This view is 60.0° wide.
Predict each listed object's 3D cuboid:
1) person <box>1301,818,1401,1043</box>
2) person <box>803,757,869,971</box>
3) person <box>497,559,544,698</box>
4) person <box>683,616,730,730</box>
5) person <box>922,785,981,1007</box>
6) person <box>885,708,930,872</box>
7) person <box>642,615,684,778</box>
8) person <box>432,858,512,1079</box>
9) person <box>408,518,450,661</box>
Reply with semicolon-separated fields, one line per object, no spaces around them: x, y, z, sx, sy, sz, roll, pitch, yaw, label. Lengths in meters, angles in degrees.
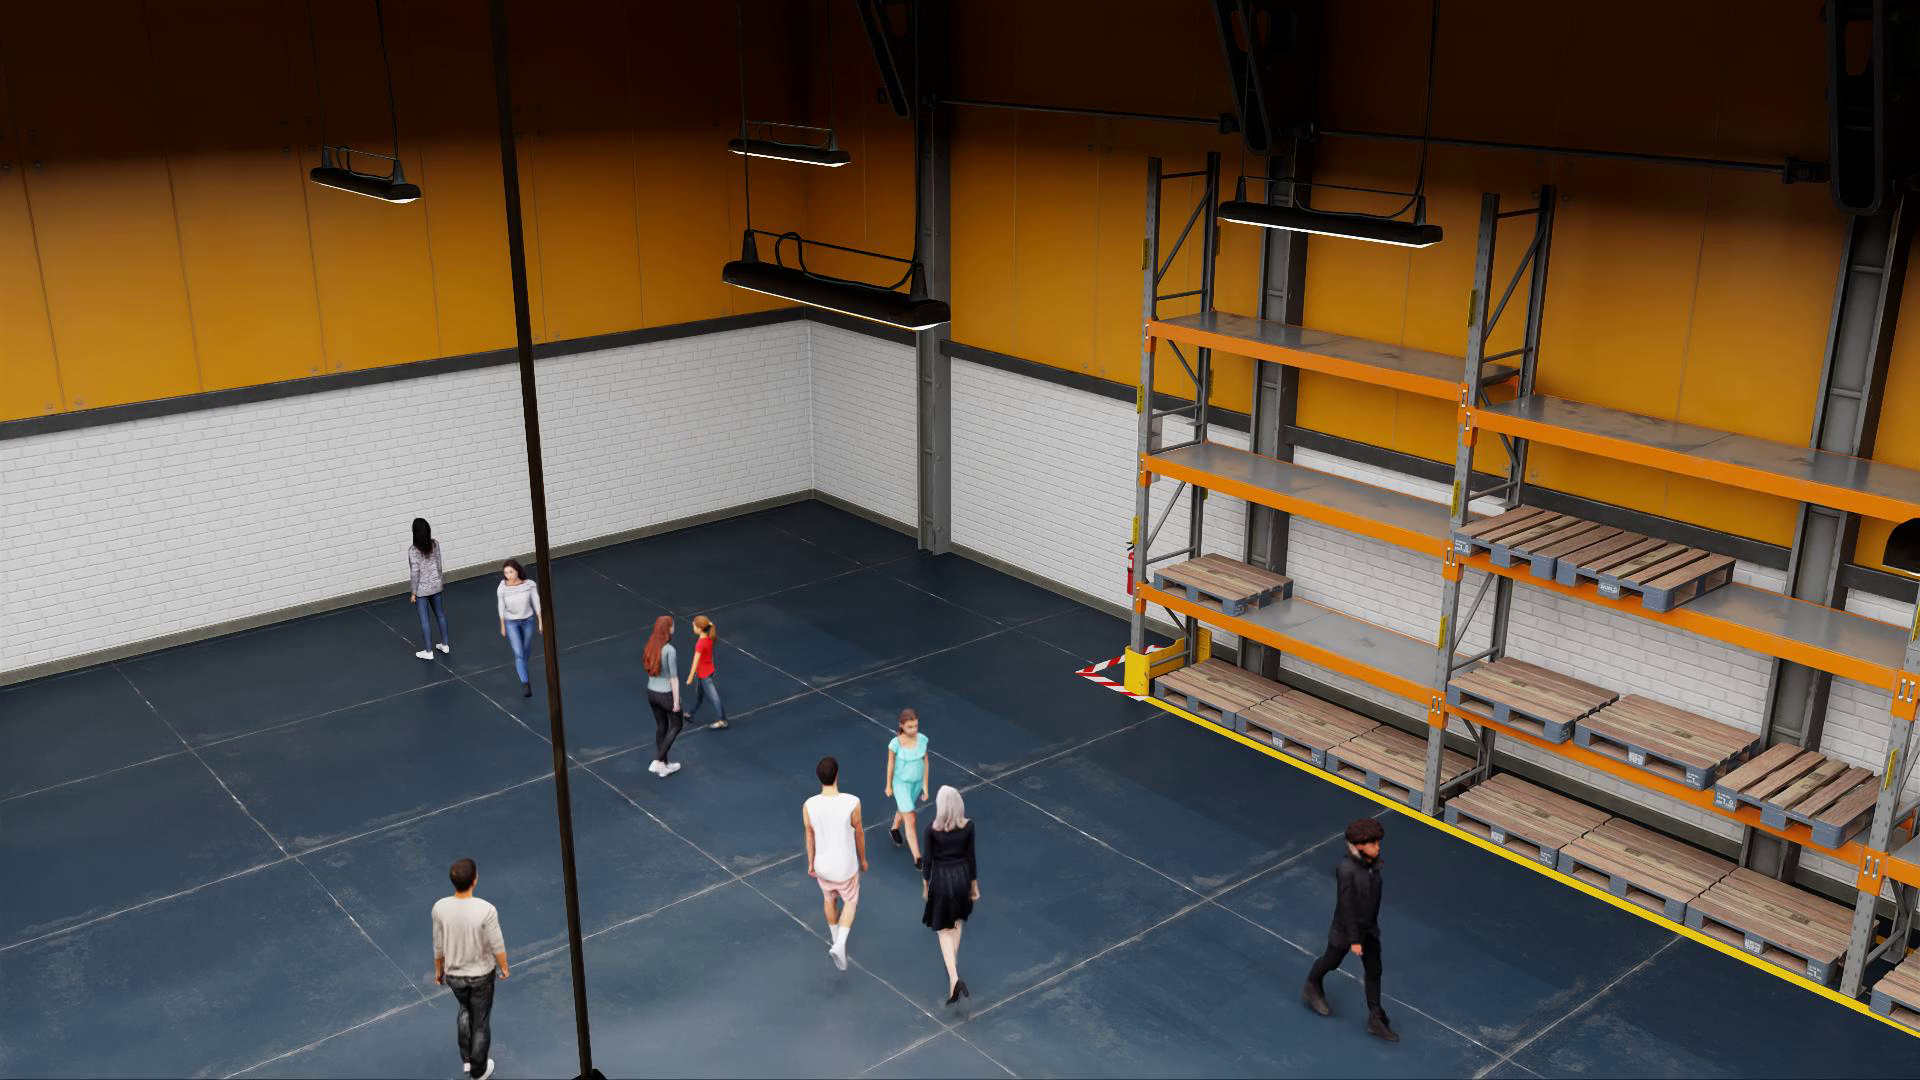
2.967;2.939;12.799;0.689;1.750;1.117;-12;22;-32;person
-1.031;2.668;13.576;1.031;1.767;1.075;3;19;8;person
-5.016;0.960;18.950;0.878;1.574;1.173;-7;20;-21;person
-2.675;1.451;17.944;0.898;1.287;0.814;2;19;7;person
-0.067;2.818;13.208;0.902;1.718;1.092;-5;19;-15;person
-0.512;2.228;15.291;0.712;1.507;1.173;-9;21;-25;person
-3.054;1.616;16.758;0.686;1.730;0.761;12;22;33;person
-3.573;3.176;12.027;0.784;1.793;0.842;1;19;3;person
-6.369;0.562;19.884;0.614;1.733;0.664;12;22;32;person
